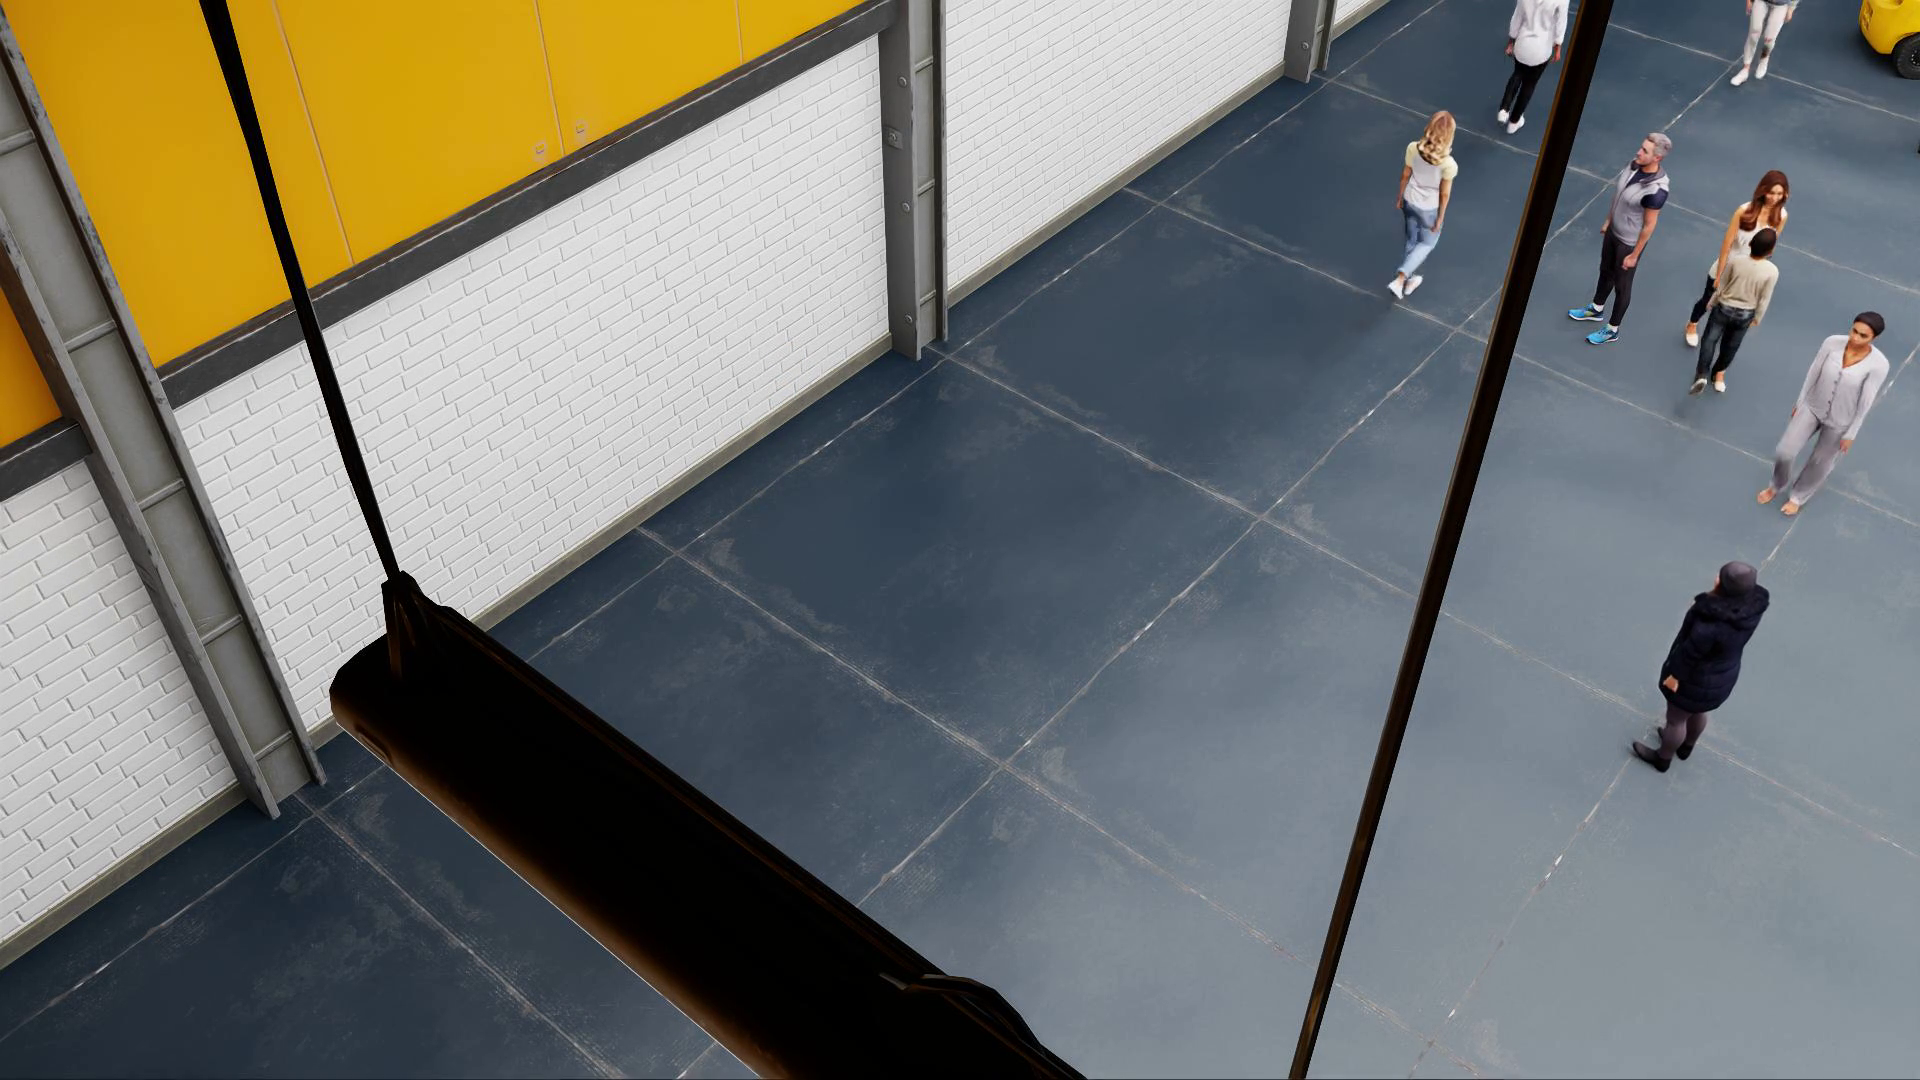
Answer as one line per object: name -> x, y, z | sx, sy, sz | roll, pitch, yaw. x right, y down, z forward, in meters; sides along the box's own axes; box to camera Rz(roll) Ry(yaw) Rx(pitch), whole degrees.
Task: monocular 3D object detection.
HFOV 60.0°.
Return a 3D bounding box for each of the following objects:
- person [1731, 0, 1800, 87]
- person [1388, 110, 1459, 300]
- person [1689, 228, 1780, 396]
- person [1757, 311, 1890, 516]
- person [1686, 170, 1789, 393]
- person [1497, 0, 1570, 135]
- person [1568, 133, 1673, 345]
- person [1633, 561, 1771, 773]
person -> 7.988, -5.281, 16.293 | 0.613, 1.691, 0.668 | 30, 51, 27
person -> 3.724, -2.669, 13.537 | 0.619, 1.711, 0.832 | 31, 52, 28
person -> 5.908, -1.719, 12.729 | 0.685, 1.449, 0.888 | 19, 47, 19
person -> 6.151, -0.922, 11.693 | 0.654, 1.724, 0.660 | -34, 53, -31
person -> 5.990, -2.114, 12.934 | 0.968, 1.737, 1.177 | 5, 44, 6
person -> 5.320, -4.598, 15.497 | 0.626, 1.799, 0.651 | 30, 51, 28
person -> 5.296, -2.409, 13.177 | 0.808, 1.829, 0.762 | -5, 44, -5
person -> 4.457, 0.767, 9.956 | 0.675, 1.675, 0.799 | -24, 49, -23
